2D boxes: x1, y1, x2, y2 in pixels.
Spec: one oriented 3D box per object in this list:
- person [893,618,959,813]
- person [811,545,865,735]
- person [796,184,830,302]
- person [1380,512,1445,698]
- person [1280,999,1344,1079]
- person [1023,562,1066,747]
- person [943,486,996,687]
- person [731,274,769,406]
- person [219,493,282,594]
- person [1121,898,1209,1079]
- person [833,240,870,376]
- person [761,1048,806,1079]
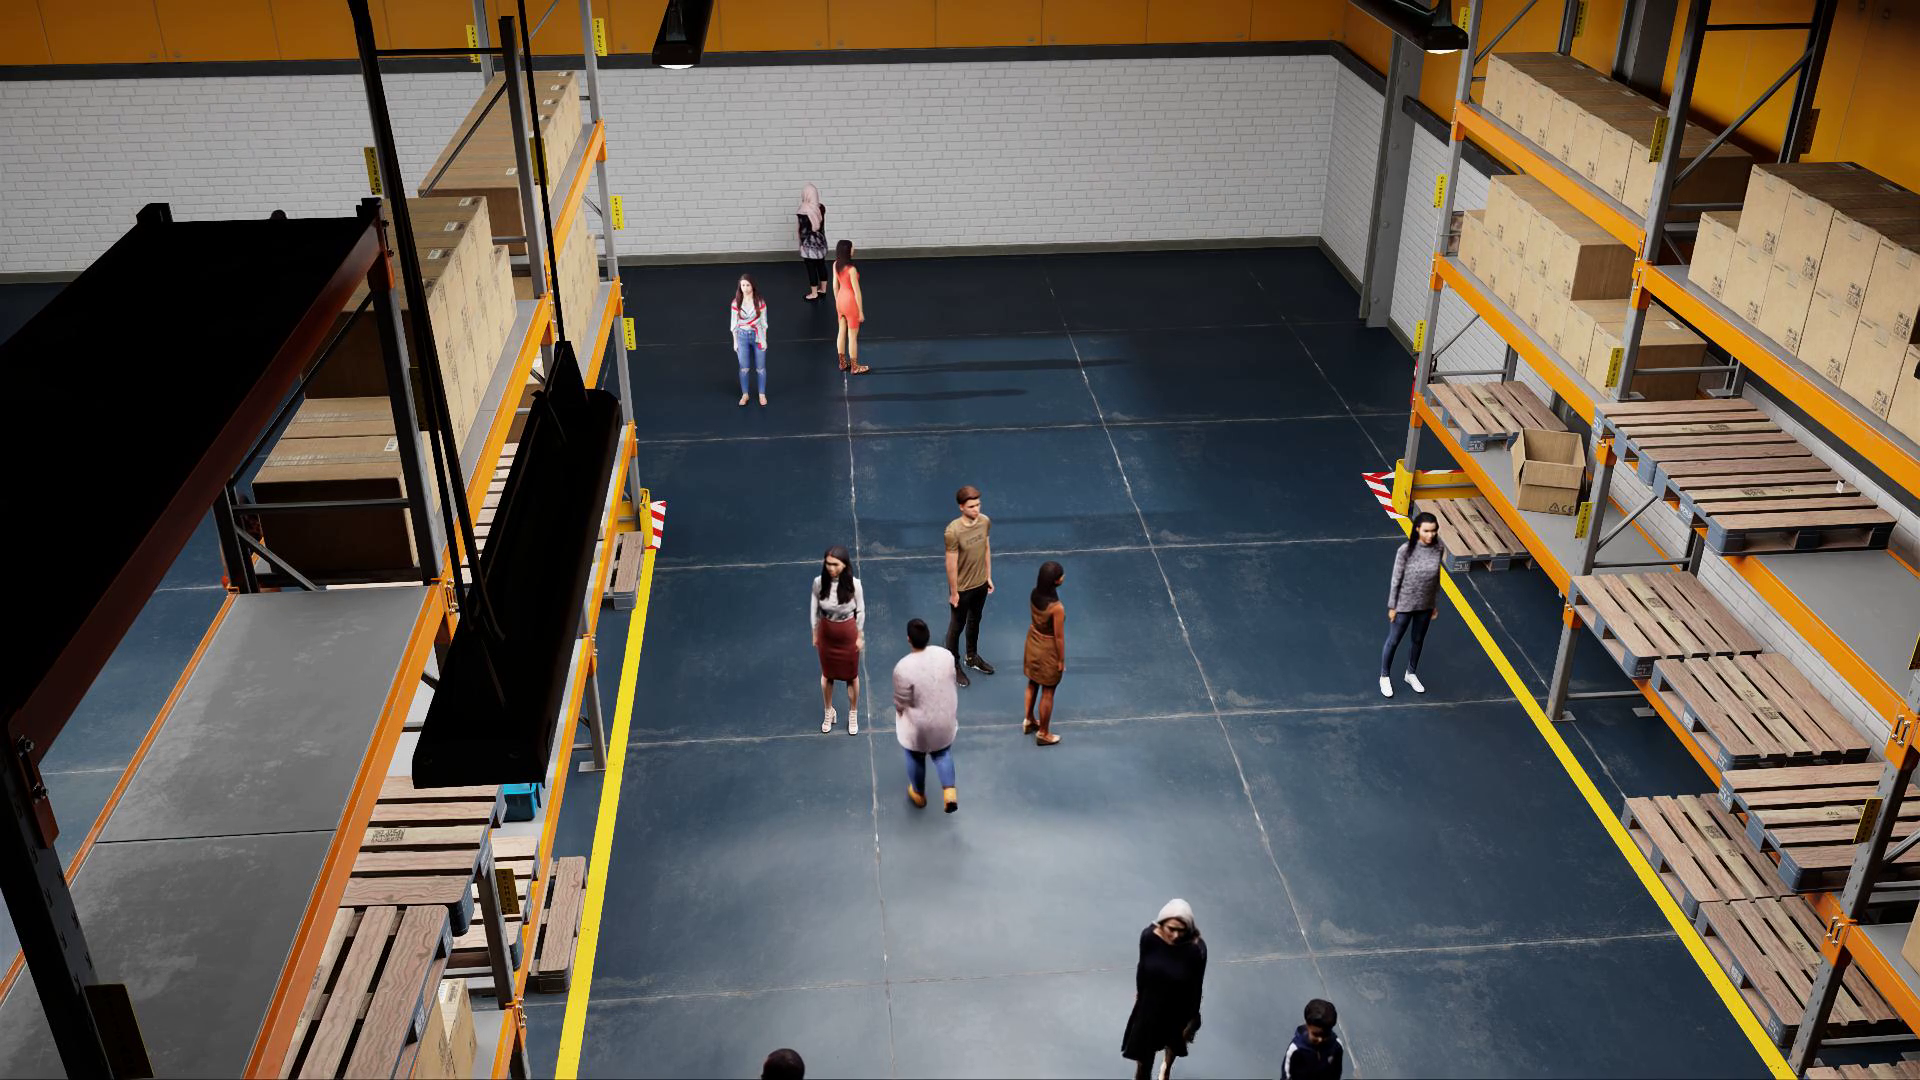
[{"bbox_3d":[-0.227,1.386,12.760,0.845,1.728,0.965,-11,30,-19],"label":"person"},{"bbox_3d":[-1.004,0.827,13.761,0.640,1.751,0.587,4,29,8],"label":"person"},{"bbox_3d":[-2.023,-4.111,22.932,0.804,1.637,0.742,21,35,34],"label":"person"},{"bbox_3d":[3.907,0.532,14.321,0.631,1.732,0.548,-5,29,-10],"label":"person"},{"bbox_3d":[2.100,3.207,9.961,0.543,1.211,0.735,-1,29,-1],"label":"person"},{"bbox_3d":[0.691,0.922,13.656,0.699,1.684,0.588,-17,33,-28],"label":"person"},{"bbox_3d":[0.068,0.367,14.498,0.749,1.852,0.785,-25,37,-38],"label":"person"},{"bbox_3d":[-2.495,-2.392,19.806,0.582,1.614,0.495,-2,29,-4],"label":"person"},{"bbox_3d":[-6.206,0.361,14.647,0.770,1.720,0.726,-13,31,-22],"label":"person"},{"bbox_3d":[1.284,2.822,10.142,0.884,1.714,1.146,10,30,18],"label":"person"},{"bbox_3d":[-1.388,-2.896,20.620,0.659,1.718,0.731,25,37,37],"label":"person"},{"bbox_3d":[-0.910,3.413,8.975,0.657,1.795,0.511,-5,29,-9],"label":"person"}]
